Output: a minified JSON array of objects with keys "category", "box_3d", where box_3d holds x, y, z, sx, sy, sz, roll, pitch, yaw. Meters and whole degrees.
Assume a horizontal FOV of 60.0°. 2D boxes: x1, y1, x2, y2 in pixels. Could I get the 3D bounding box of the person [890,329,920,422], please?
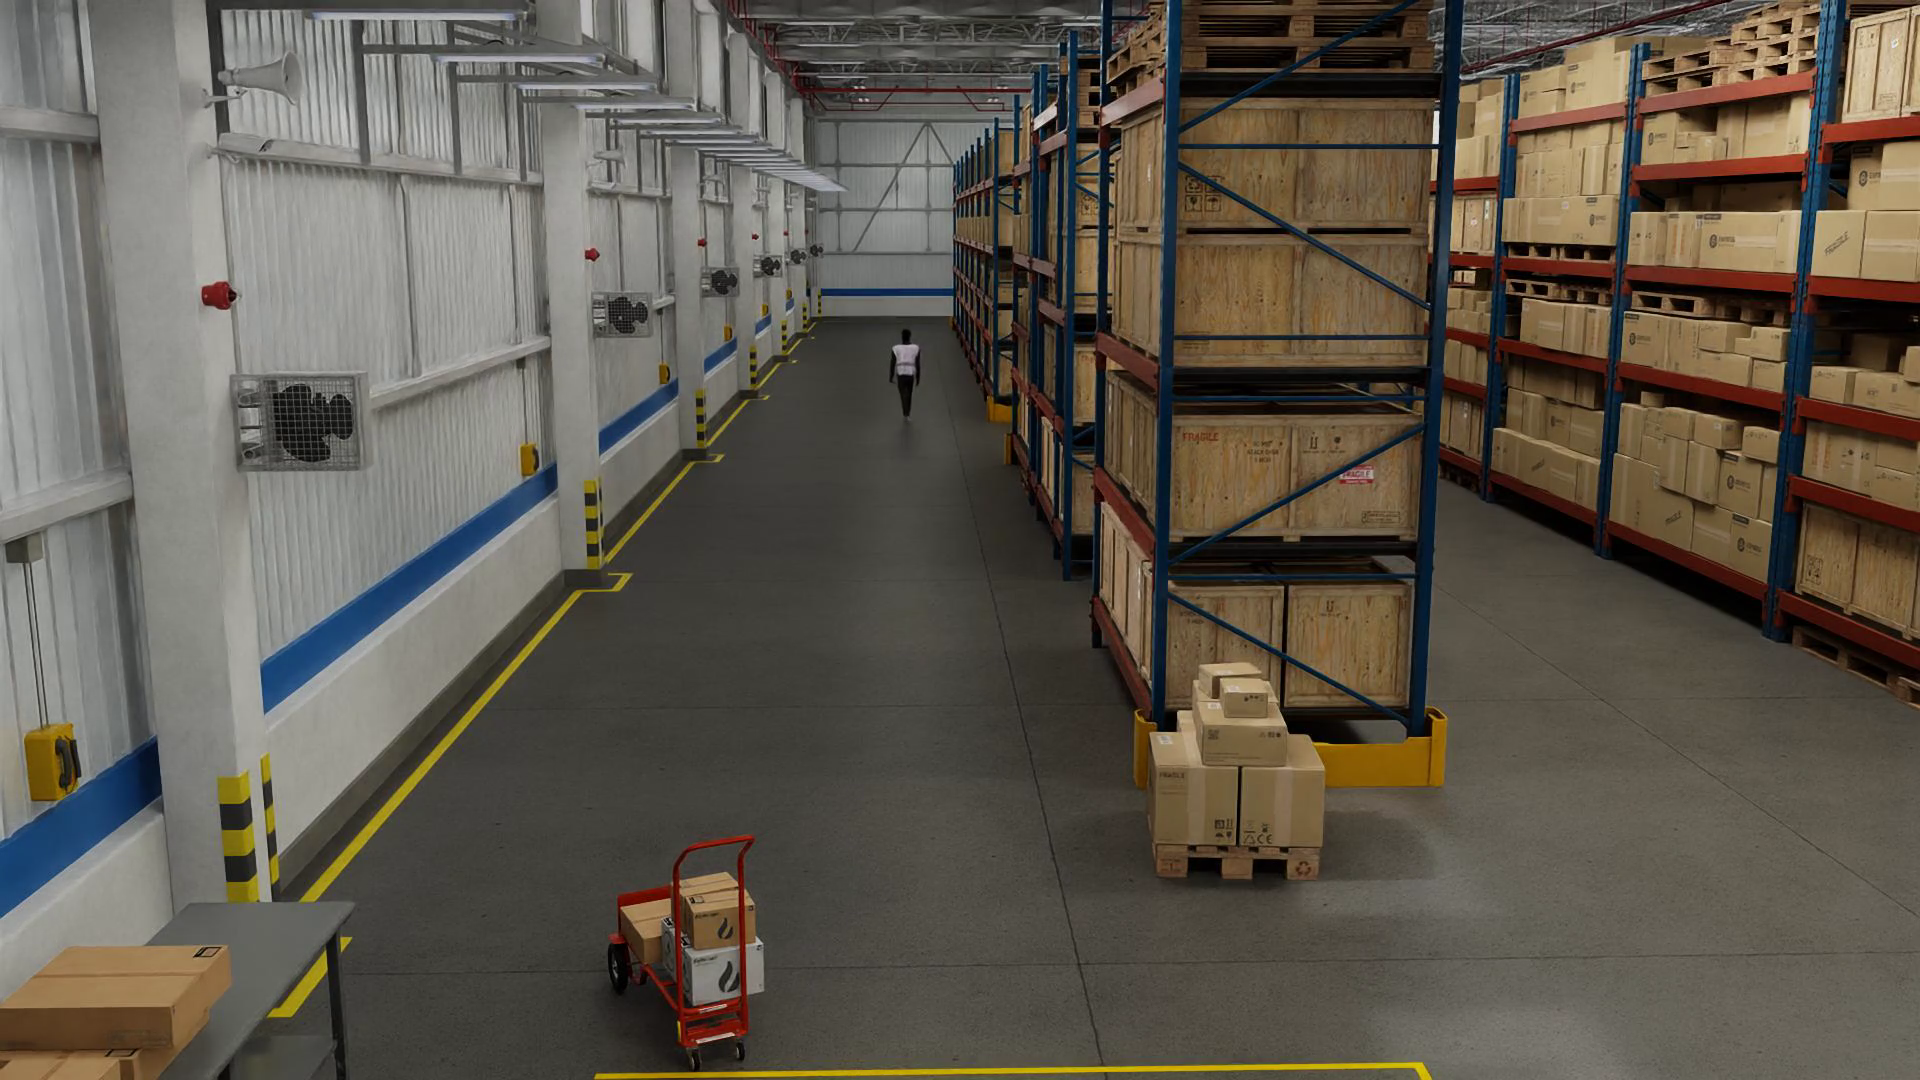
[{"category":"person","box_3d":[-1.109,-3.369,34.000,0.604,1.885,0.940,-2,11,-11]}]
